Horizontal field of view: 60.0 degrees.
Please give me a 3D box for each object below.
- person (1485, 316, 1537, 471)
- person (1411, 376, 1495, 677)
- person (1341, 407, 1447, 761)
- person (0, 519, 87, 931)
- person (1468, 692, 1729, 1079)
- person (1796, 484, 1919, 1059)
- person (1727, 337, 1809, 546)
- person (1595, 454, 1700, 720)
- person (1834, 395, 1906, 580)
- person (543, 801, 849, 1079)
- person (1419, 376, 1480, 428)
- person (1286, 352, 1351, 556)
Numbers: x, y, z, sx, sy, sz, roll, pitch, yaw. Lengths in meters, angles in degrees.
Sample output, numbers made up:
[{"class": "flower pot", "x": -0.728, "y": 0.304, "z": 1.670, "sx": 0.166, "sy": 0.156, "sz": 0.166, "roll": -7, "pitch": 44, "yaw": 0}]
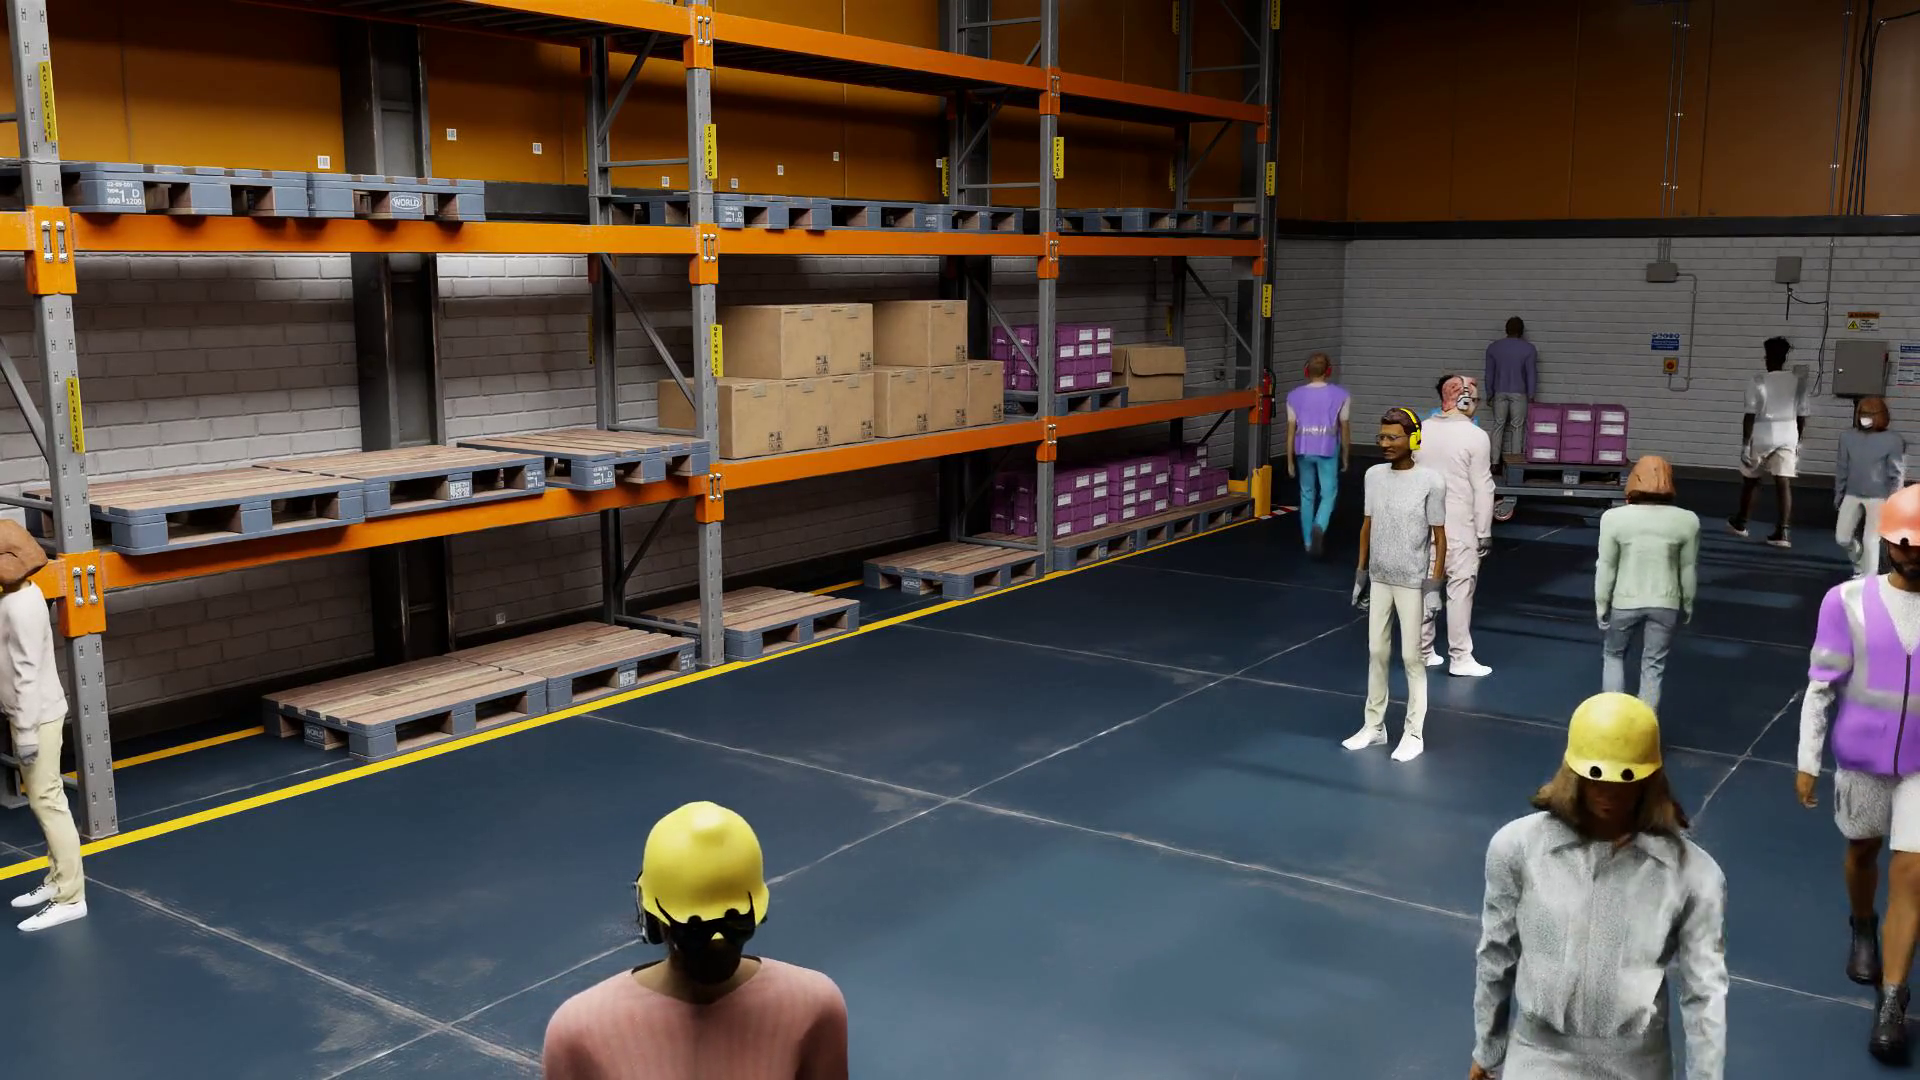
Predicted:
[{"class": "person", "x": 6.860, "y": -1.811, "z": 20.729, "sx": 0.636, "sy": 1.936, "sz": 0.354, "roll": 7, "pitch": 12, "yaw": 37}, {"class": "person", "x": 3.136, "y": -0.088, "z": 10.578, "sx": 0.403, "sy": 1.904, "sz": 0.637, "roll": -6, "pitch": 11, "yaw": -33}, {"class": "person", "x": 2.309, "y": 0.230, "z": 8.784, "sx": 0.309, "sy": 1.868, "sz": 0.534, "roll": -9, "pitch": 13, "yaw": -42}, {"class": "person", "x": -3.691, "y": 0.722, "z": 6.588, "sx": 0.283, "sy": 1.629, "sz": 0.503, "roll": -6, "pitch": 11, "yaw": -32}, {"class": "person", "x": 1.347, "y": 1.176, "z": 3.550, "sx": 0.513, "sy": 1.716, "sz": 0.685, "roll": 4, "pitch": 10, "yaw": 21}, {"class": "person", "x": 3.214, "y": 0.735, "z": 5.741, "sx": 0.568, "sy": 1.883, "sz": 1.013, "roll": 5, "pitch": 11, "yaw": 28}, {"class": "person", "x": 7.577, "y": -0.935, "z": 15.566, "sx": 0.624, "sy": 1.911, "sz": 0.995, "roll": 1, "pitch": 10, "yaw": 3}, {"class": "person", "x": 3.618, "y": 0.353, "z": 8.795, "sx": 0.510, "sy": 1.623, "sz": 0.381, "roll": 3, "pitch": 10, "yaw": 18}, {"class": "person", "x": 6.966, "y": -0.313, "z": 12.748, "sx": 0.405, "sy": 1.615, "sz": 0.513, "roll": -7, "pitch": 12, "yaw": -38}, {"class": "person", "x": -0.424, "y": 1.286, "z": 2.832, "sx": 0.526, "sy": 1.759, "sz": 0.340, "roll": -3, "pitch": 10, "yaw": -16}, {"class": "person", "x": 4.131, "y": -0.561, "z": 14.124, "sx": 0.573, "sy": 1.652, "sz": 0.854, "roll": 4, "pitch": 10, "yaw": 21}, {"class": "person", "x": 3.145, "y": -0.742, "z": 14.696, "sx": 0.566, "sy": 1.827, "sz": 0.704, "roll": 4, "pitch": 10, "yaw": 21}]
